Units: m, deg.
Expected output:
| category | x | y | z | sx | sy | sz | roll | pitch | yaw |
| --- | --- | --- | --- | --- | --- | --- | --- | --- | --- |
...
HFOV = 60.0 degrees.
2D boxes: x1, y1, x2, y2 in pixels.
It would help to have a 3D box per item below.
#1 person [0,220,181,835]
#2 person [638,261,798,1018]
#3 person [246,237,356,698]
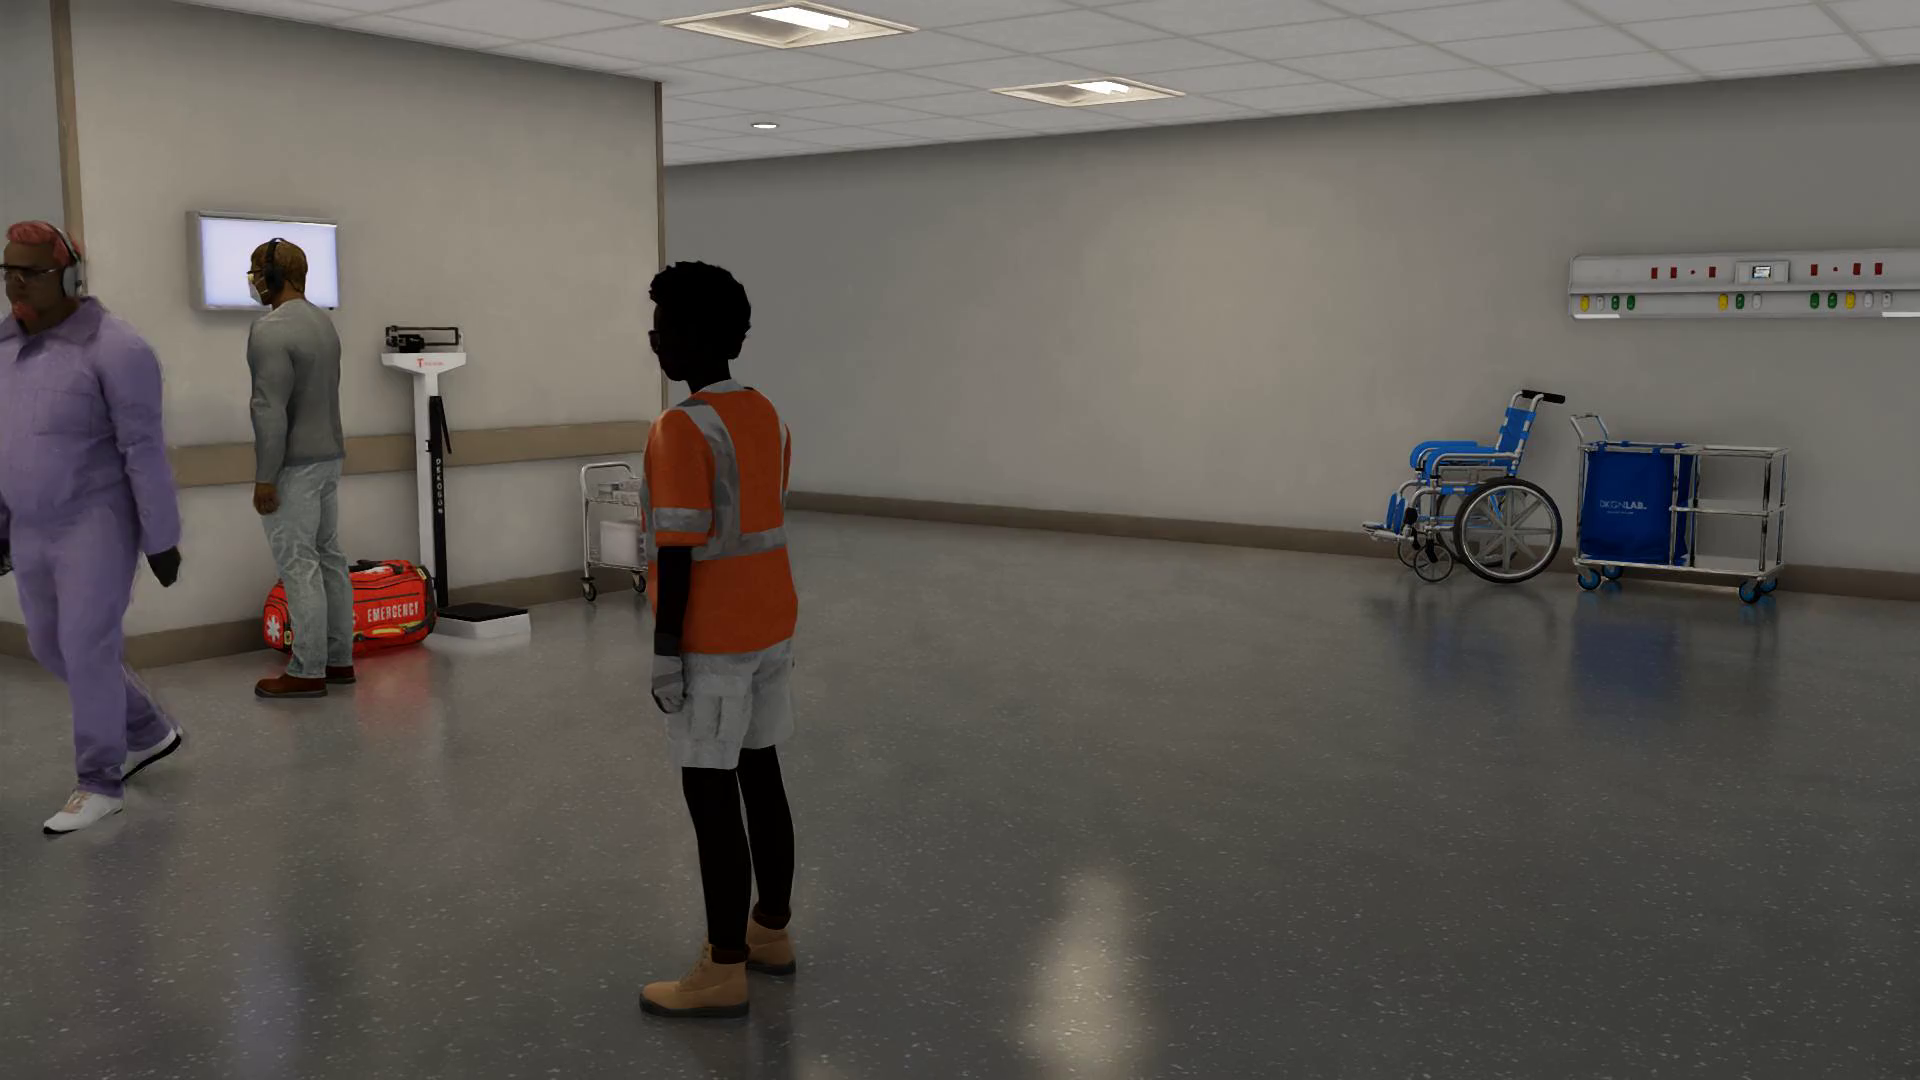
| category | x | y | z | sx | sy | sz | roll | pitch | yaw |
| --- | --- | --- | --- | --- | --- | --- | --- | --- | --- |
| person | -2.737 | -0.055 | 5.294 | 0.664 | 1.874 | 0.666 | 3 | 8 | 21 |
| person | -0.548 | 0.220 | 3.777 | 0.317 | 1.693 | 0.535 | 3 | 8 | 19 |
| person | -2.791 | -0.299 | 7.024 | 0.367 | 1.932 | 0.623 | 0 | 7 | 0 |
